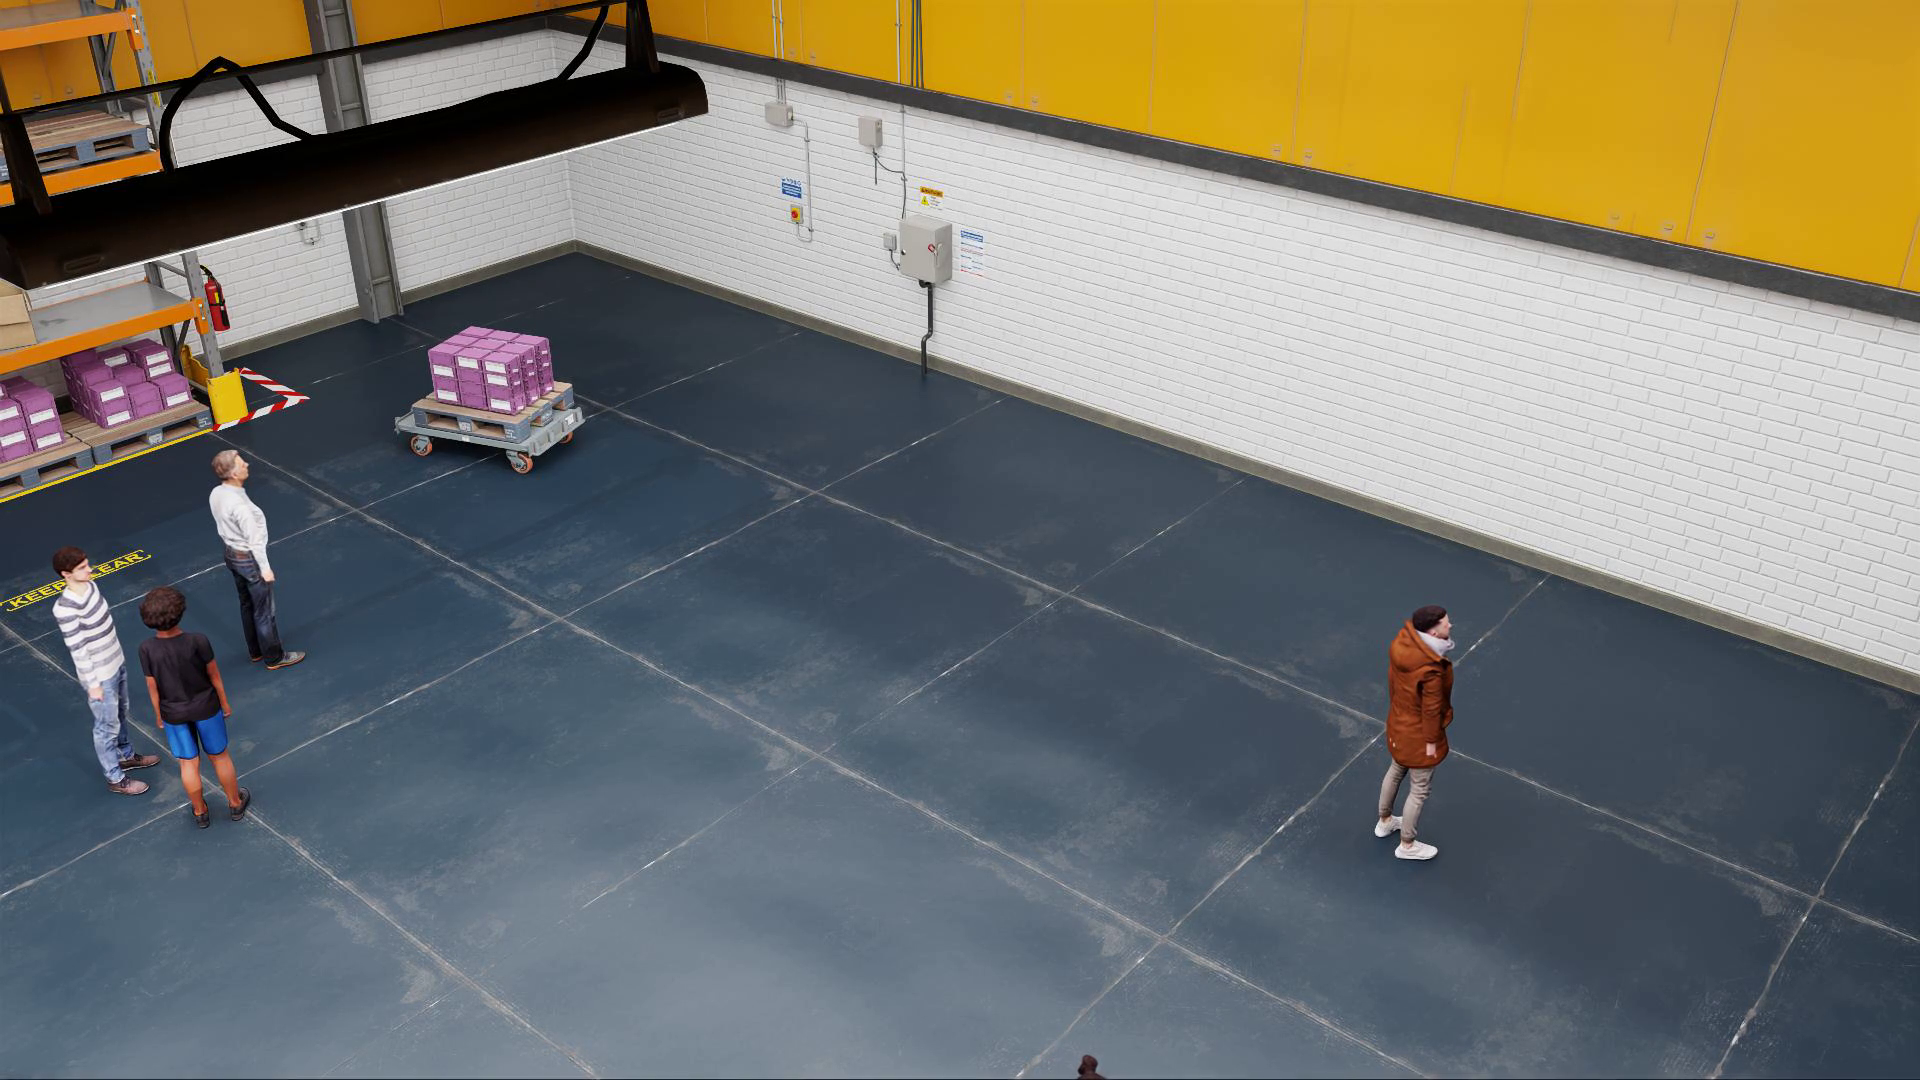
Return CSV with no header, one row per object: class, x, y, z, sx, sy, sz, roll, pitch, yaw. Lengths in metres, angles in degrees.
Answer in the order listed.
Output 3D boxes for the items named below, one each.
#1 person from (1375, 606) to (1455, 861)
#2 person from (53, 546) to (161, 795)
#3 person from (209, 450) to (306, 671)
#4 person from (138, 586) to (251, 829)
person,2.936,1.220,10.721,0.893,1.839,0.851,-8,30,-14
person,-5.881,0.866,11.357,0.759,1.854,0.714,-4,29,-7
person,-5.447,0.140,12.721,0.637,1.820,0.544,22,36,35
person,-5.080,1.105,10.975,0.668,1.798,0.770,-10,30,-18
